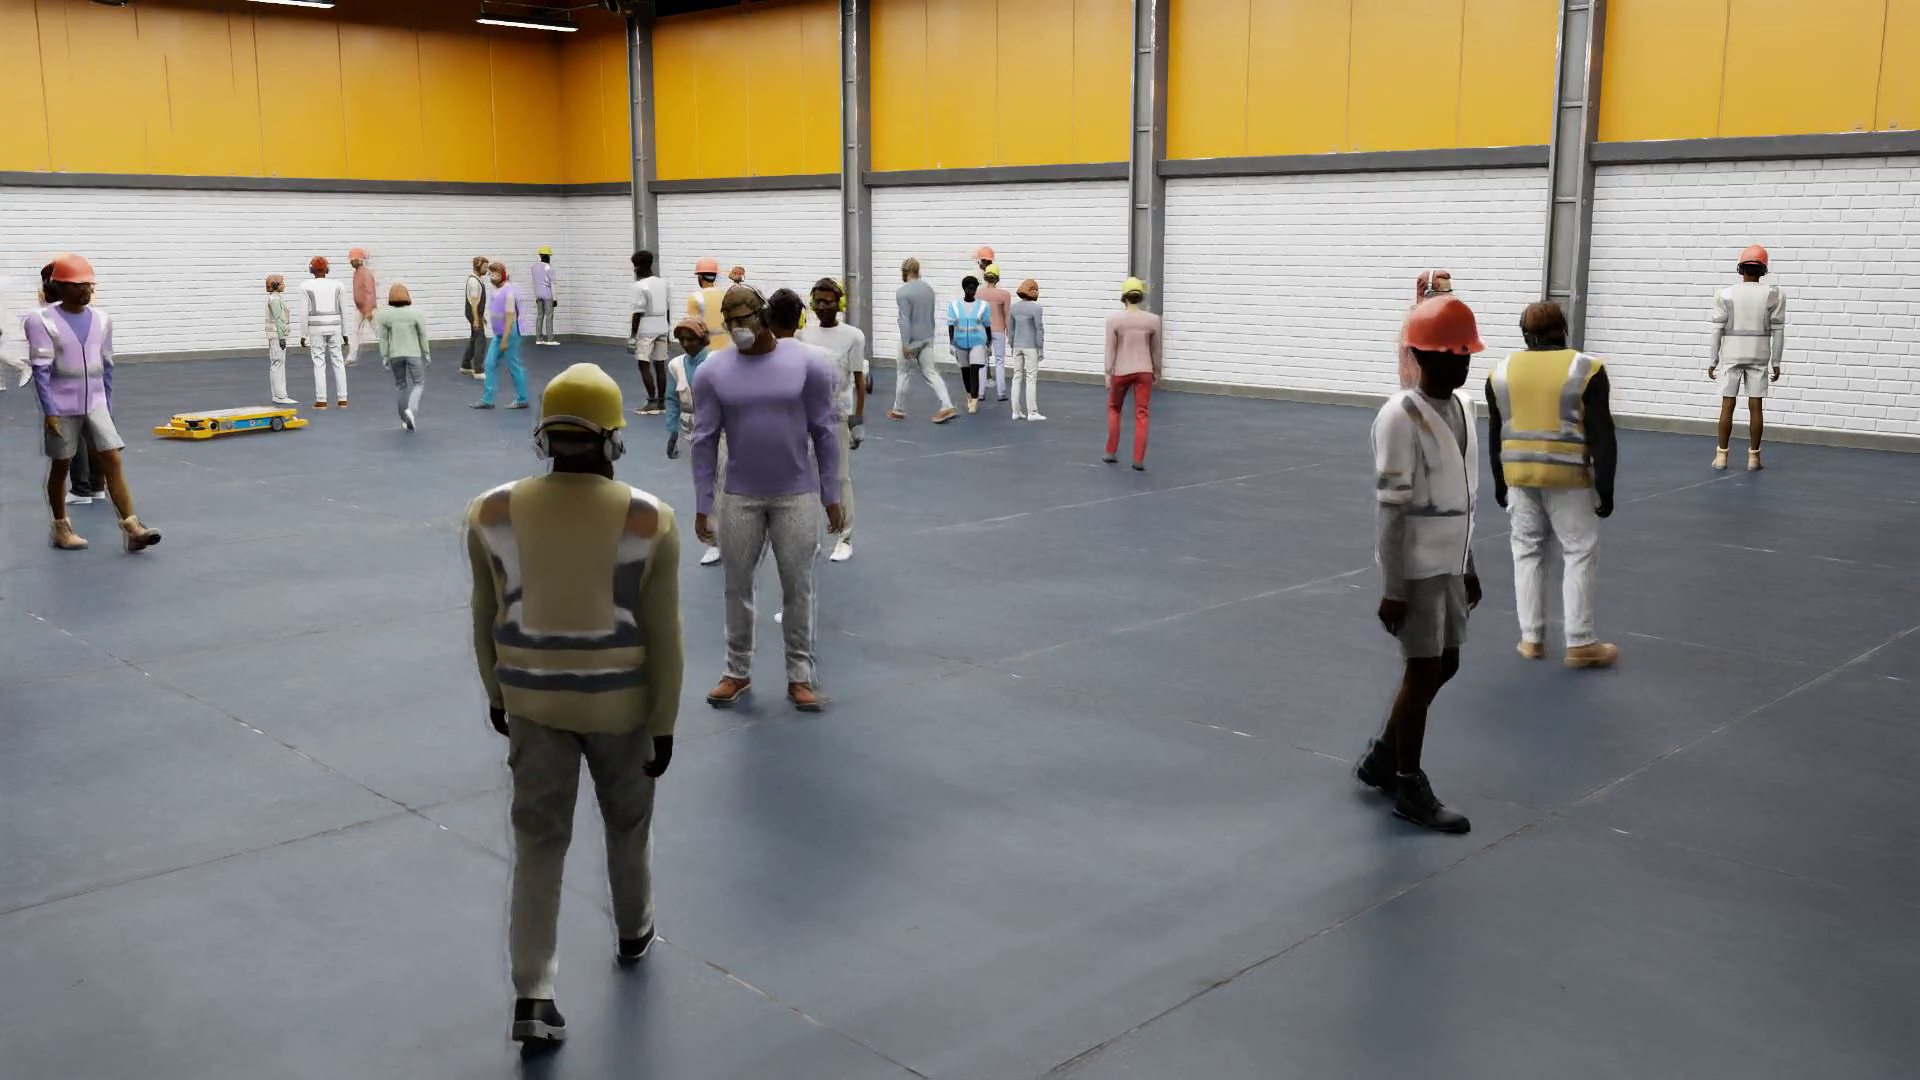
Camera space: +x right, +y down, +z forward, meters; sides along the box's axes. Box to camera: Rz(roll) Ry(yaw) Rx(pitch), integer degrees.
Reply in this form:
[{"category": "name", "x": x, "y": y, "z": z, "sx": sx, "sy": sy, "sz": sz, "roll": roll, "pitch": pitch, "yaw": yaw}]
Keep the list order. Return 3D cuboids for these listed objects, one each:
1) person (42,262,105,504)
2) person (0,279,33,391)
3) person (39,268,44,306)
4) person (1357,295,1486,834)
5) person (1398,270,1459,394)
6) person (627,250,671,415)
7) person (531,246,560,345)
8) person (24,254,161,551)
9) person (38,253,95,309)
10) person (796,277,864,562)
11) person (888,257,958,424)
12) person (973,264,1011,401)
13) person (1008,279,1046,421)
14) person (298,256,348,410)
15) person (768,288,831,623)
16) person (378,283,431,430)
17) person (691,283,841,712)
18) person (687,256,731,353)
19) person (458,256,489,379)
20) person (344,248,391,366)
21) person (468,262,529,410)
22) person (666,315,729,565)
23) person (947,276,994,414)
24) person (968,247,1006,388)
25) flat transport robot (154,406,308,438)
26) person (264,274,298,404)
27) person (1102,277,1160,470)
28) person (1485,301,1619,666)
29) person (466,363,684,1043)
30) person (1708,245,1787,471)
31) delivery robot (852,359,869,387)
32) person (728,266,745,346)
[{"category": "person", "x": -7.082, "y": -1.243, "z": 13.257, "sx": 0.392, "sy": 1.920, "sz": 0.589, "roll": 0, "pitch": 10, "yaw": 0}, {"category": "person", "x": -13.160, "y": -2.964, "z": 22.775, "sx": 0.610, "sy": 1.881, "sz": 0.646, "roll": -9, "pitch": 13, "yaw": -39}, {"category": "person", "x": -13.159, "y": -3.119, "z": 24.097, "sx": 0.319, "sy": 1.689, "sz": 0.552, "roll": -7, "pitch": 13, "yaw": -35}, {"category": "person", "x": 1.699, "y": 0.087, "z": 6.035, "sx": 0.548, "sy": 1.923, "sz": 0.563, "roll": 10, "pitch": 14, "yaw": 43}, {"category": "person", "x": 3.085, "y": -0.825, "z": 11.009, "sx": 0.399, "sy": 1.907, "sz": 0.644, "roll": 3, "pitch": 11, "yaw": 14}, {"category": "person", "x": -3.672, "y": -2.465, "z": 19.863, "sx": 0.423, "sy": 1.943, "sz": 0.684, "roll": 7, "pitch": 12, "yaw": 33}, {"category": "person", "x": -8.047, "y": -4.739, "z": 32.318, "sx": 0.589, "sy": 1.919, "sz": 0.387, "roll": 6, "pitch": 12, "yaw": 30}, {"category": "person", "x": -5.832, "y": -0.888, "z": 11.093, "sx": 1.010, "sy": 1.992, "sz": 0.624, "roll": 7, "pitch": 12, "yaw": 33}, {"category": "person", "x": -10.528, "y": -2.420, "z": 19.673, "sx": 0.584, "sy": 1.919, "sz": 0.375, "roll": -5, "pitch": 12, "yaw": -26}, {"category": "person", "x": -0.881, "y": -0.789, "z": 10.948, "sx": 0.532, "sy": 1.859, "sz": 0.353, "roll": 4, "pitch": 11, "yaw": 23}, {"category": "person", "x": -0.446, "y": -2.257, "z": 18.896, "sx": 0.949, "sy": 1.898, "sz": 0.640, "roll": 10, "pitch": 14, "yaw": 43}, {"category": "person", "x": 0.414, "y": -2.675, "z": 21.489, "sx": 0.533, "sy": 1.765, "sz": 0.331, "roll": 2, "pitch": 11, "yaw": 11}, {"category": "person", "x": 0.775, "y": -2.199, "z": 19.245, "sx": 0.501, "sy": 1.632, "sz": 0.294, "roll": 10, "pitch": 14, "yaw": 43}, {"category": "person", "x": -7.799, "y": -2.538, "z": 20.413, "sx": 0.583, "sy": 1.882, "sz": 0.337, "roll": -8, "pitch": 13, "yaw": -36}, {"category": "person", "x": -0.960, "y": -0.448, "z": 9.123, "sx": 0.518, "sy": 1.842, "sz": 0.572, "roll": -6, "pitch": 12, "yaw": -28}, {"category": "person", "x": -6.062, "y": -1.994, "z": 18.152, "sx": 0.535, "sy": 1.616, "sz": 0.622, "roll": 0, "pitch": 10, "yaw": -2}, {"category": "person", "x": -0.878, "y": -0.183, "z": 7.503, "sx": 0.676, "sy": 1.910, "sz": 0.428, "roll": 0, "pitch": 10, "yaw": 1}, {"category": "person", "x": -2.533, "y": -1.898, "z": 16.825, "sx": 0.551, "sy": 1.916, "sz": 0.435, "roll": -7, "pitch": 13, "yaw": -35}, {"category": "person", "x": -7.277, "y": -3.321, "z": 24.882, "sx": 0.535, "sy": 1.817, "sz": 0.767, "roll": -3, "pitch": 11, "yaw": -15}, {"category": "person", "x": -9.676, "y": -3.823, "z": 27.303, "sx": 0.629, "sy": 1.941, "sz": 1.052, "roll": 10, "pitch": 14, "yaw": 43}, {"category": "person", "x": -5.605, "y": -2.453, "z": 20.178, "sx": 0.854, "sy": 1.796, "sz": 0.625, "roll": -9, "pitch": 14, "yaw": -40}, {"category": "person", "x": -1.681, "y": -0.650, "z": 10.823, "sx": 0.529, "sy": 1.610, "sz": 0.584, "roll": 6, "pitch": 12, "yaw": 30}, {"category": "person", "x": 0.136, "y": -2.381, "z": 20.191, "sx": 0.564, "sy": 1.659, "sz": 0.791, "roll": 2, "pitch": 11, "yaw": 10}, {"category": "person", "x": 0.428, "y": -3.113, "z": 23.334, "sx": 0.814, "sy": 1.967, "sz": 0.617, "roll": 10, "pitch": 14, "yaw": 42}, {"category": "flat transport robot", "x": -7.863, "y": -1.284, "z": 17.975, "sx": 0.652, "sy": 0.197, "sz": 1.431, "roll": 6, "pitch": 12, "yaw": 29}, {"category": "person", "x": -8.647, "y": -2.542, "z": 21.098, "sx": 0.309, "sy": 1.641, "sz": 0.511, "roll": -6, "pitch": 12, "yaw": -29}, {"category": "person", "x": 1.566, "y": -1.531, "z": 15.302, "sx": 0.541, "sy": 1.741, "sz": 0.741, "roll": -1, "pitch": 10, "yaw": -5}, {"category": "person", "x": 2.984, "y": -0.292, "z": 8.400, "sx": 0.693, "sy": 1.813, "sz": 0.434, "roll": 9, "pitch": 14, "yaw": 42}, {"category": "person", "x": -1.040, "y": 0.420, "z": 4.522, "sx": 0.583, "sy": 1.799, "sz": 0.903, "roll": -1, "pitch": 10, "yaw": -4}, {"category": "person", "x": 7.147, "y": -1.651, "z": 15.138, "sx": 0.615, "sy": 2.043, "sz": 0.373, "roll": 4, "pitch": 11, "yaw": 22}, {"category": "delivery robot", "x": -1.428, "y": -2.330, "z": 22.640, "sx": 0.477, "sy": 0.478, "sz": 0.707, "roll": 0, "pitch": 11, "yaw": 0}, {"category": "person", "x": -3.591, "y": -3.602, "z": 26.897, "sx": 0.289, "sy": 1.633, "sz": 0.498, "roll": 2, "pitch": 11, "yaw": 9}]
